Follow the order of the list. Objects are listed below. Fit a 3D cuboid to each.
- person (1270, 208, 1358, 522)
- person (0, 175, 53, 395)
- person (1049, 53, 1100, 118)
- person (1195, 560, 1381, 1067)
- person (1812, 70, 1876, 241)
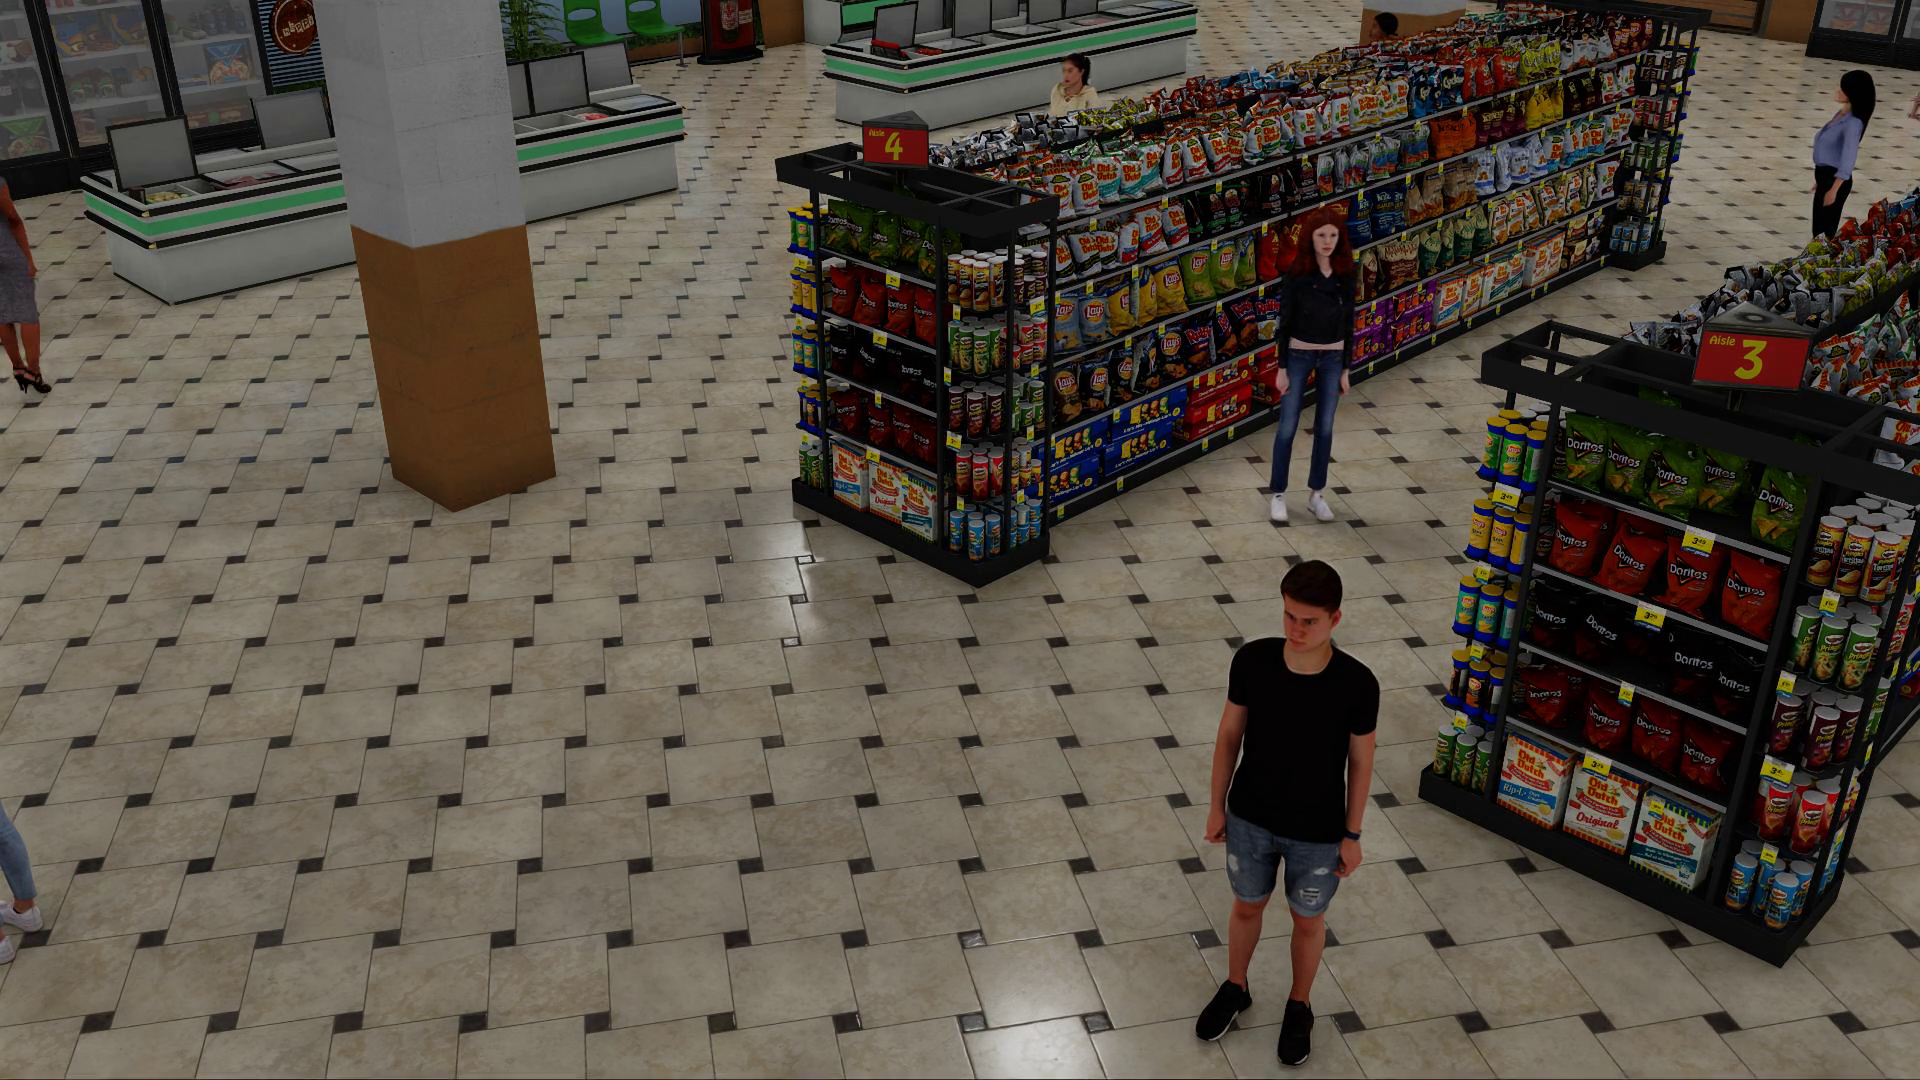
[{"bbox_3d":[1.937,-0.950,9.140,0.648,1.789,0.717,-2,27,-3],"label":"person"},{"bbox_3d":[-6.280,-1.814,10.850,0.708,1.785,0.762,2,27,4],"label":"person"},{"bbox_3d":[0.925,-3.207,13.765,0.665,1.633,0.591,19,33,33],"label":"person"},{"bbox_3d":[1.082,0.891,5.447,0.740,1.846,0.688,12,29,22],"label":"person"},{"bbox_3d":[6.597,-2.656,12.564,0.791,1.735,0.672,7,28,13],"label":"person"}]
